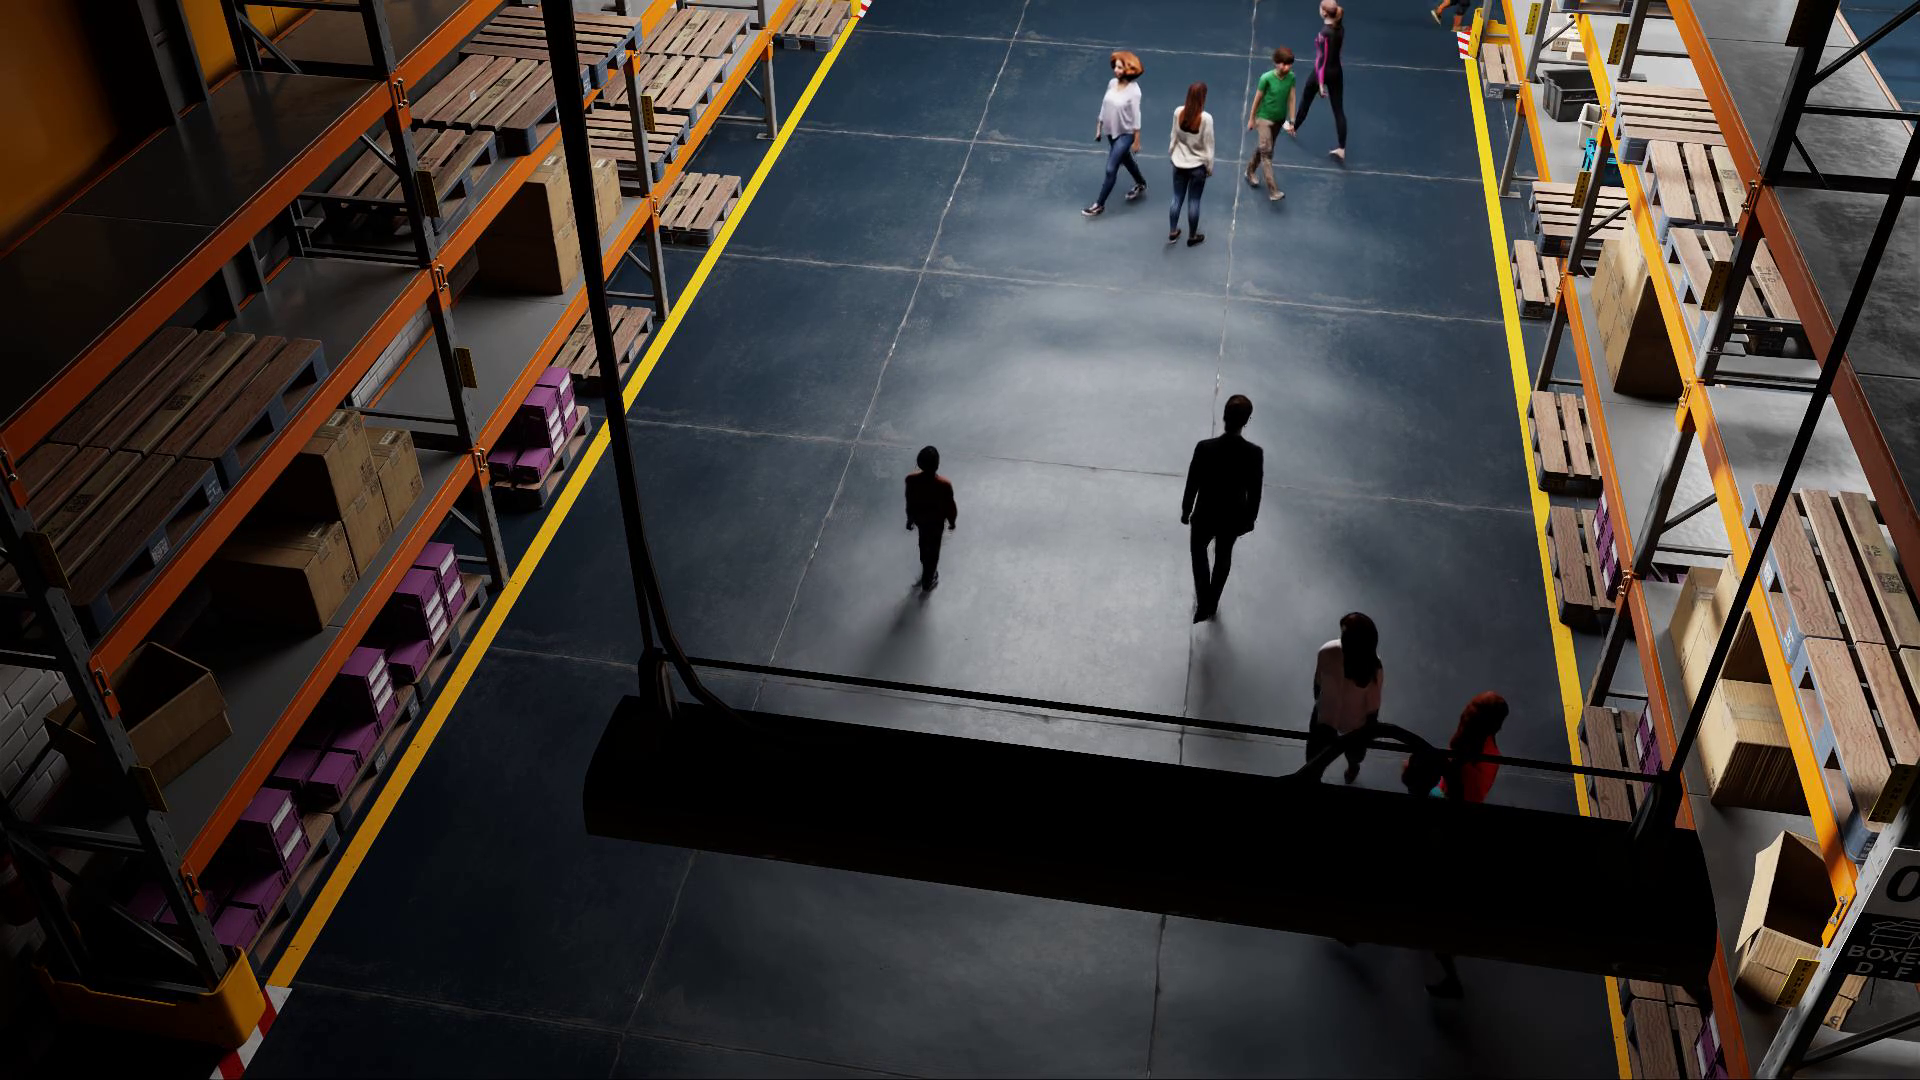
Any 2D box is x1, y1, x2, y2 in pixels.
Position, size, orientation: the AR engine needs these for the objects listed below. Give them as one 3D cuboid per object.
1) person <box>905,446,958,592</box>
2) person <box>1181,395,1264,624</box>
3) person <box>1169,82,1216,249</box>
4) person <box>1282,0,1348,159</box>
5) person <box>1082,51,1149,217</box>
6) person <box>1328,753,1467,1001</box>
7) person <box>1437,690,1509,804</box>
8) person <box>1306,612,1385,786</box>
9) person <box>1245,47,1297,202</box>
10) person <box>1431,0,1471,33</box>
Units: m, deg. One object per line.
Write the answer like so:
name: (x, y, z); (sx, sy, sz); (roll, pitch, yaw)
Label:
person: (-0.253, -0.133, 12.372); (0.577, 1.242, 0.655); (12, 40, 14)
person: (1.860, -0.140, 11.878); (0.771, 1.870, 0.920); (1, 39, 1)
person: (2.288, -3.733, 16.519); (0.703, 1.692, 0.694); (24, 44, 27)
person: (4.030, -4.959, 18.066); (1.132, 1.679, 1.240); (-19, 43, -23)
person: (1.733, -4.210, 17.136); (1.189, 1.668, 1.160); (-21, 43, -25)
person: (2.602, 1.939, 9.391); (1.203, 1.724, 1.160); (-29, 47, -31)
person: (2.904, 1.568, 9.777); (0.728, 1.824, 0.598); (25, 45, 27)
person: (2.424, 1.103, 10.414); (0.794, 1.755, 1.195); (16, 41, 19)
person: (3.217, -4.430, 17.459); (0.949, 1.610, 1.181); (-11, 40, -14)
person: (6.331, -7.178, 21.032); (0.632, 1.444, 0.680); (7, 39, 9)
